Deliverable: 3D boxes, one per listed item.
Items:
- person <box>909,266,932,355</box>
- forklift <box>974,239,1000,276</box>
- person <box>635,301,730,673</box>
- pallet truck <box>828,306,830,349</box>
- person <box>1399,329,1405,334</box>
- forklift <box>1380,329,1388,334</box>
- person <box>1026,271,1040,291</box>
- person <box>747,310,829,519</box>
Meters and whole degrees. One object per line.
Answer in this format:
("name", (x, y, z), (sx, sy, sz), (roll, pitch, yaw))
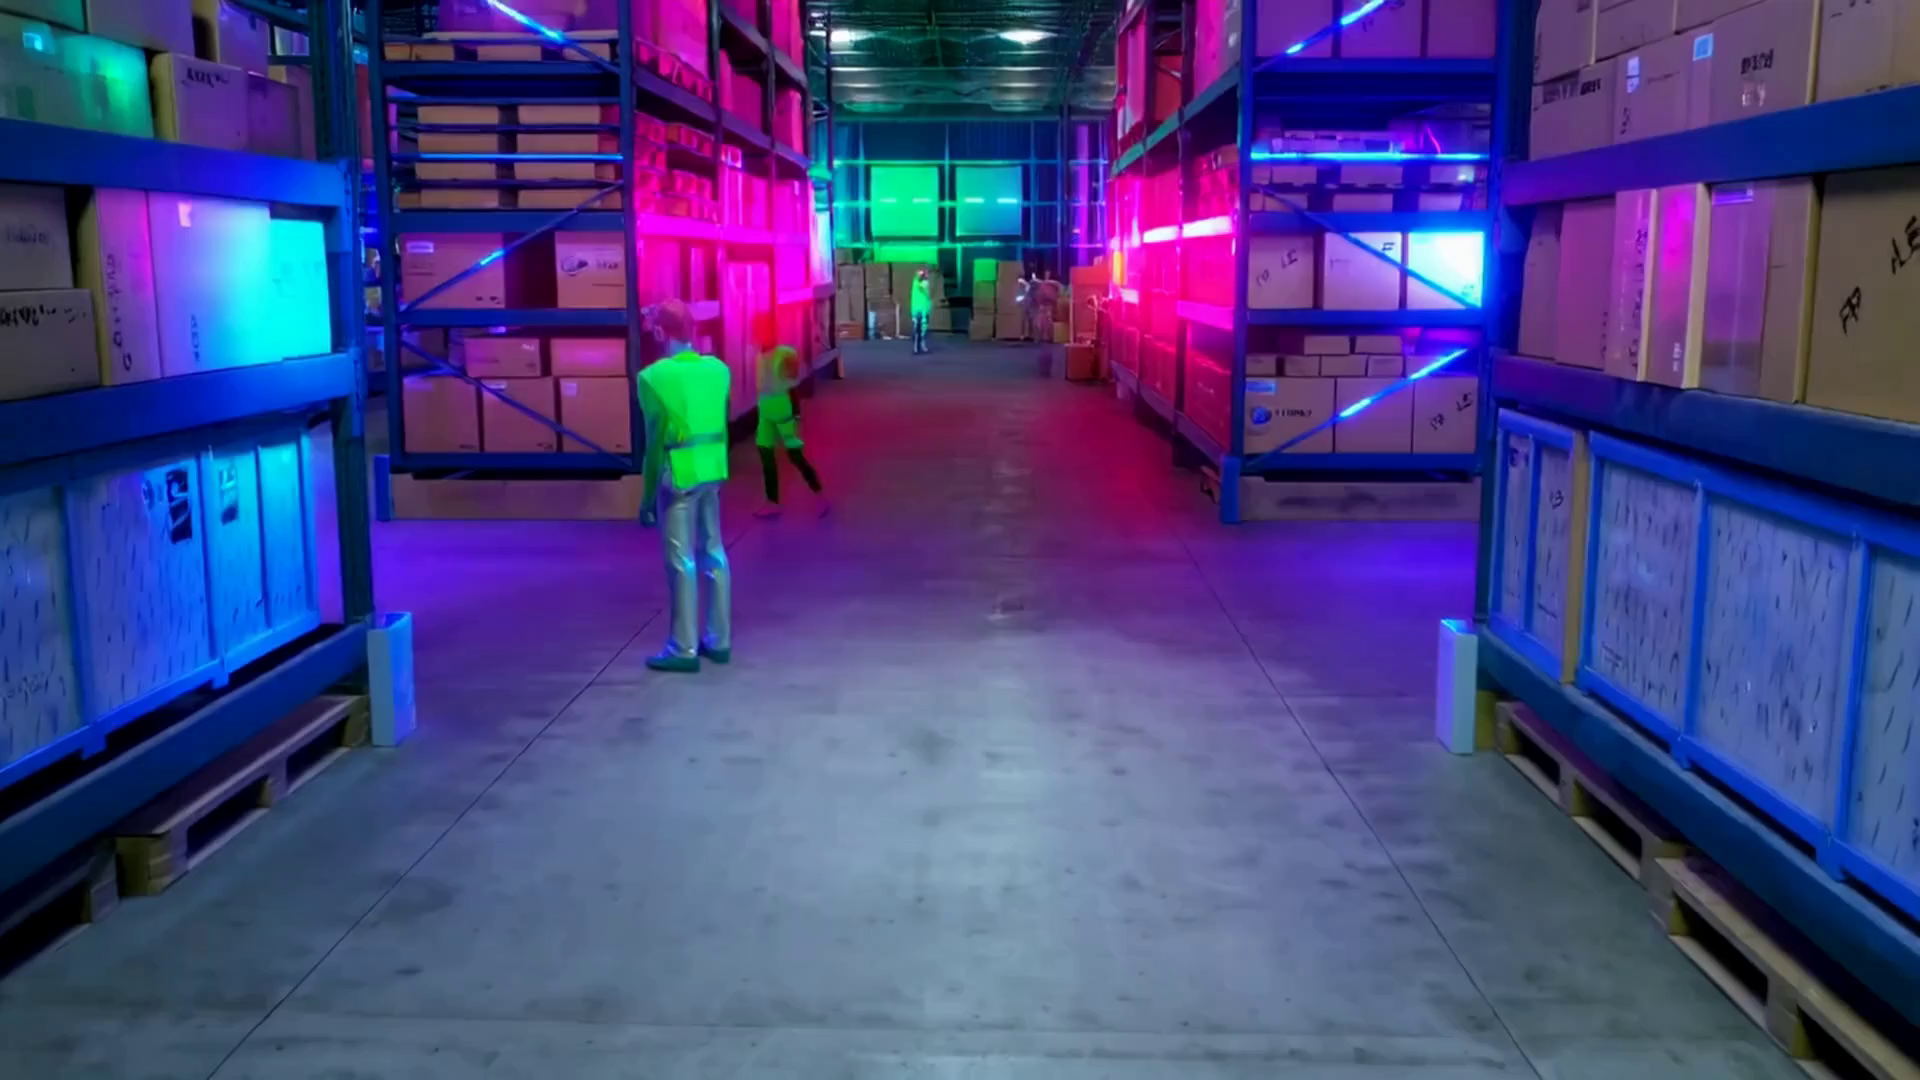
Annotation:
("person", (-0.837, -5.026, 36.486), (0.372, 1.940, 0.632), (7, 12, 37))
("forklift", (0.936, -9.126, 58.224), (1.129, 2.768, 1.873), (0, 9, 1))
("person", (-1.353, -0.258, 8.227), (0.404, 1.836, 0.564), (7, 12, 35))
("pallet truck", (-3.100, -3.940, 29.800), (1.885, 1.965, 0.823), (3, 10, 19))
("person", (8.461, -4.355, 32.575), (0.848, 1.889, 0.694), (-2, 10, -12))
("forklift", (7.430, -4.518, 30.625), (1.873, 2.768, 1.129), (-9, 13, -43))
("person", (2.842, -9.598, 64.604), (0.532, 1.693, 0.319), (-2, 10, -10))
("person", (-1.373, -0.998, 13.195), (0.549, 1.658, 0.636), (8, 13, 41))
